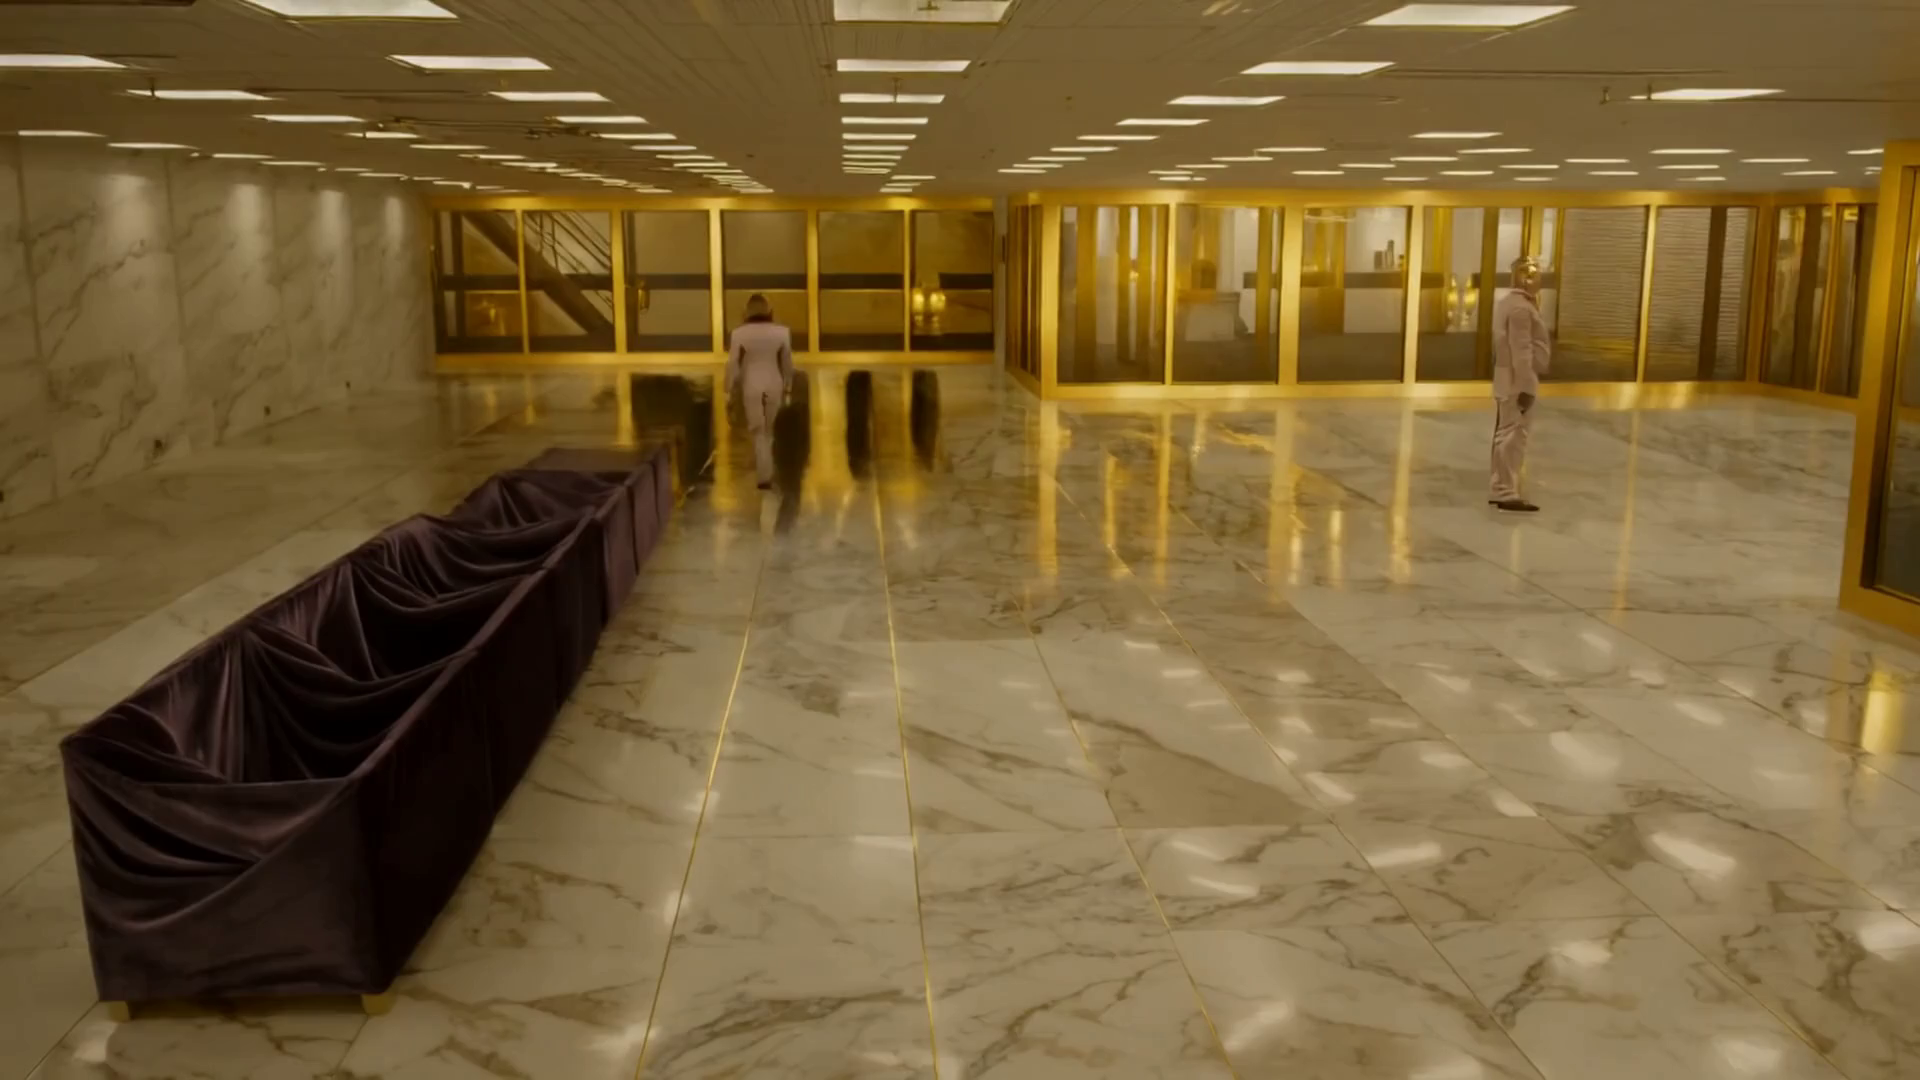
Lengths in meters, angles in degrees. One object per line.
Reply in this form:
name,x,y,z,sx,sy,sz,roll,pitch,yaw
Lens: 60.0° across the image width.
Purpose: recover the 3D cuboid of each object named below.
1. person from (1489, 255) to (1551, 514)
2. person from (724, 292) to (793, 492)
person,4.195,-1.163,12.446,0.409,1.913,0.651,1,11,8
person,-1.664,-1.218,13.593,0.520,1.591,0.847,-5,12,-27
